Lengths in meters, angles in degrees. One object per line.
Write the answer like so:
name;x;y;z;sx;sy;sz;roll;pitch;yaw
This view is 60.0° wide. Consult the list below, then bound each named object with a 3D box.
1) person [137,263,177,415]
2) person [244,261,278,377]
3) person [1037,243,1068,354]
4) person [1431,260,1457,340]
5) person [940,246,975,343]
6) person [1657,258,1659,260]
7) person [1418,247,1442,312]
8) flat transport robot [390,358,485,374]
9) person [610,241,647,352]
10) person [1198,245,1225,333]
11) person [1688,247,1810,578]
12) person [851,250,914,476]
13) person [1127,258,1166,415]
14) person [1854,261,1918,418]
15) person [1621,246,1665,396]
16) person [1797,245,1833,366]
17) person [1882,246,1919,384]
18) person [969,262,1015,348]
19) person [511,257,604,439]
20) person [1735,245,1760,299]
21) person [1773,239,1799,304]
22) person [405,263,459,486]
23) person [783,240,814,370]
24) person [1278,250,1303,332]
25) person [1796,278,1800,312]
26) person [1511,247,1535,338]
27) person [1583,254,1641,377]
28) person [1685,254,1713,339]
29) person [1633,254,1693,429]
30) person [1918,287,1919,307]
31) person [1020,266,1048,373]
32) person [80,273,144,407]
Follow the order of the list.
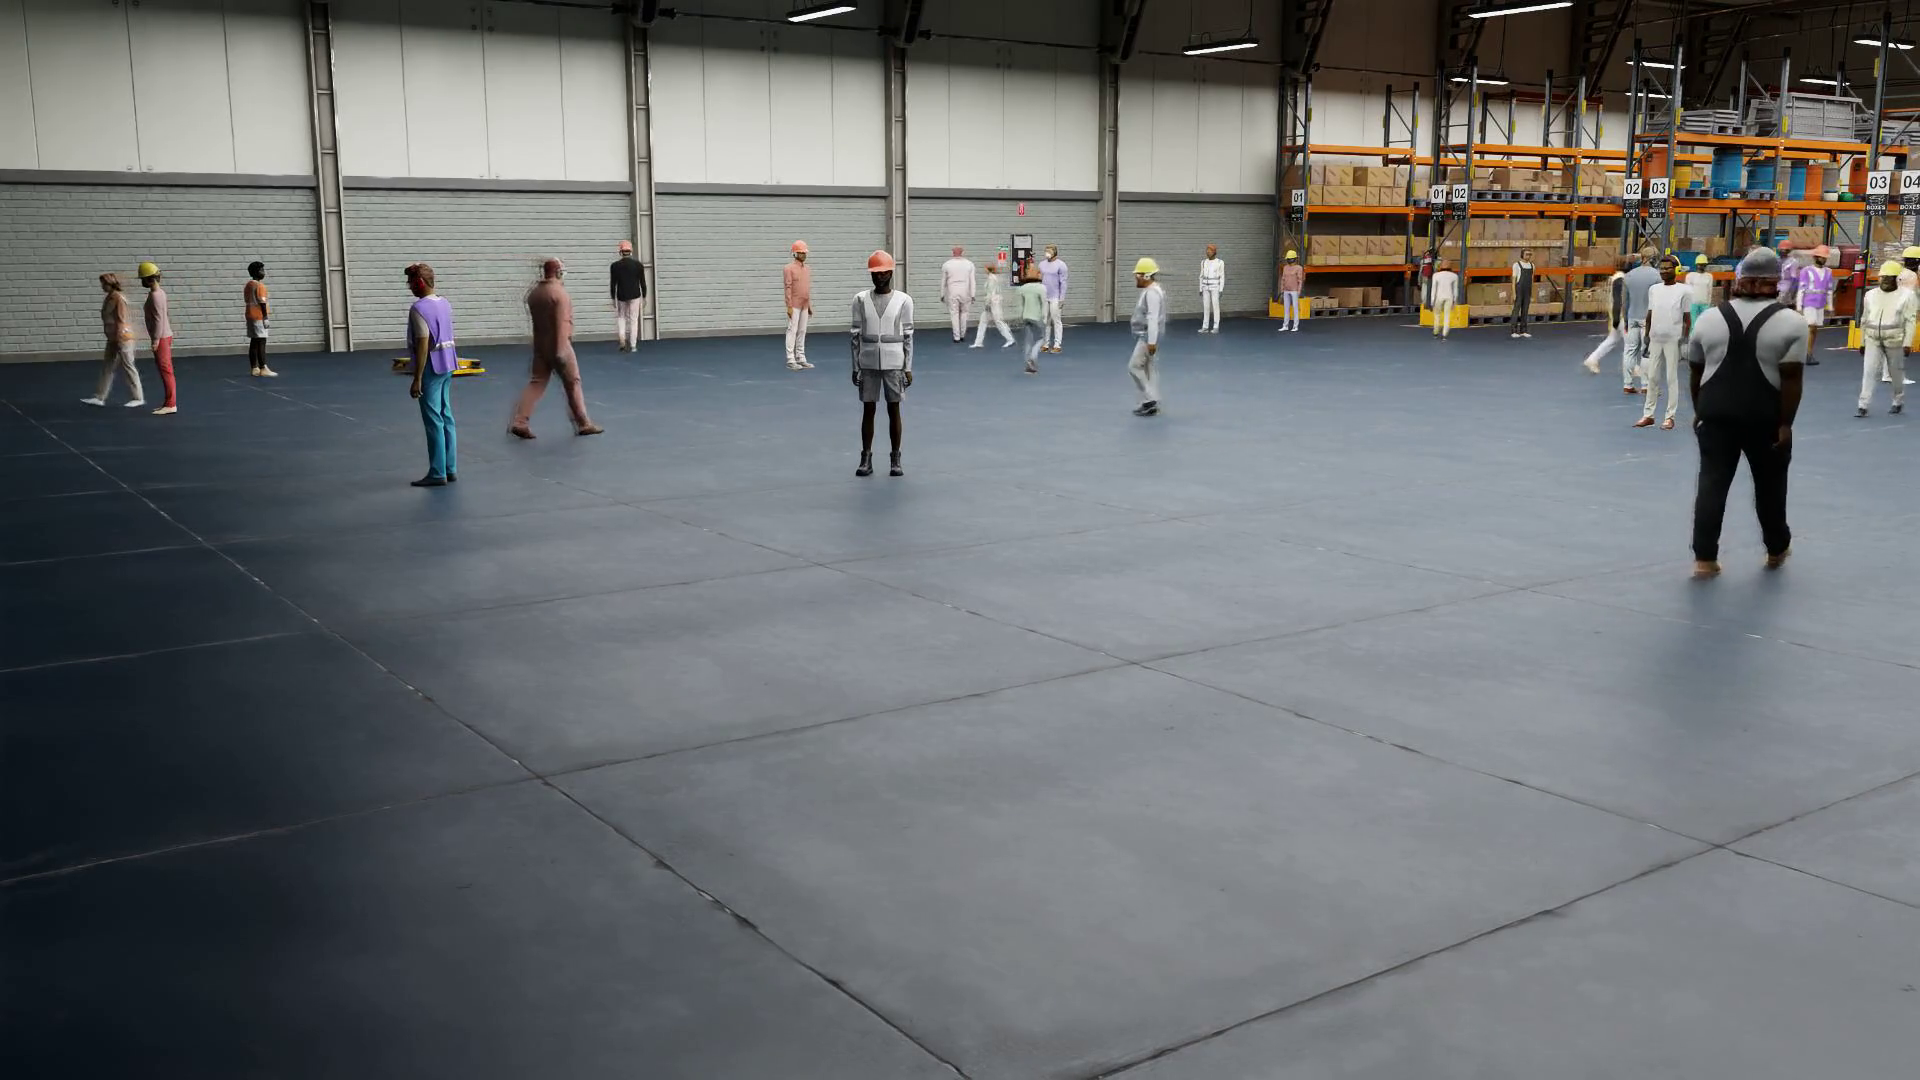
person;-9.340;-2.337;19.345;0.328;1.760;0.524;-4;11;-20
person;-10.341;-3.249;24.502;0.536;1.699;0.322;9;14;42
person;1.604;-4.260;29.395;0.630;1.940;0.372;8;13;38
person;9.733;-4.838;33.487;0.527;1.588;0.830;1;10;7
person;-0.061;-4.823;32.658;0.679;1.864;0.933;-1;10;-7
person;16.403;-6.037;39.526;0.955;1.791;0.672;-5;12;-27
person;11.436;-6.194;40.365;0.686;1.805;0.847;5;11;24
flat transport robot;-7.860;-2.623;24.990;1.431;0.197;0.652;8;13;36
person;-5.963;-4.386;30.001;0.641;1.973;0.644;-1;10;-6
person;5.386;-5.375;35.655;0.584;1.882;0.337;9;14;40
person;4.820;-0.806;10.174;0.695;2.000;1.008;9;13;39
person;-0.673;-1.513;14.331;0.543;1.939;0.360;1;10;3
person;2.131;-2.318;19.079;0.444;1.813;0.616;1;10;4
person;10.637;-2.300;19.066;0.923;1.794;0.623;-9;14;-40
person;8.859;-2.827;21.553;0.372;1.934;0.627;-6;12;-31
person;13.758;-3.761;26.719;0.561;1.936;0.480;-2;11;-11
person;13.270;-3.160;23.399;0.384;1.924;0.589;1;10;5
person;0.623;-4.361;30.898;0.836;1.605;0.524;-2;10;-10
person;-4.191;-1.961;17.033;0.655;1.857;1.028;9;14;40
person;14.504;-4.444;30.491;0.642;1.909;0.409;-4;11;-20
person;16.972;-5.185;34.289;0.941;2.011;0.610;-4;11;-21
person;-4.371;-1.363;13.786;0.390;1.838;0.564;1;10;6
person;-2.508;-3.659;25.941;0.384;1.996;0.610;6;12;31
person;7.209;-5.419;36.242;0.328;1.760;0.524;-10;14;-43
person;20.619;-6.141;40.523;0.307;1.641;0.511;-4;11;-22
person;11.485;-5.038;33.915;0.506;1.846;0.345;-4;11;-21
person;9.771;-3.330;24.669;0.909;1.809;0.636;5;11;24
person;13.216;-4.248;29.835;0.531;1.753;0.459;-1;10;-4
person;7.573;-2.122;17.857;0.335;1.873;0.521;-8;13;-38
person;19.146;-4.966;33.295;0.625;1.934;0.364;5;12;27
person;1.123;-3.321;25.109;0.519;1.616;0.349;9;14;41
person;-10.200;-2.381;19.960;0.543;1.607;0.692;9;14;42
